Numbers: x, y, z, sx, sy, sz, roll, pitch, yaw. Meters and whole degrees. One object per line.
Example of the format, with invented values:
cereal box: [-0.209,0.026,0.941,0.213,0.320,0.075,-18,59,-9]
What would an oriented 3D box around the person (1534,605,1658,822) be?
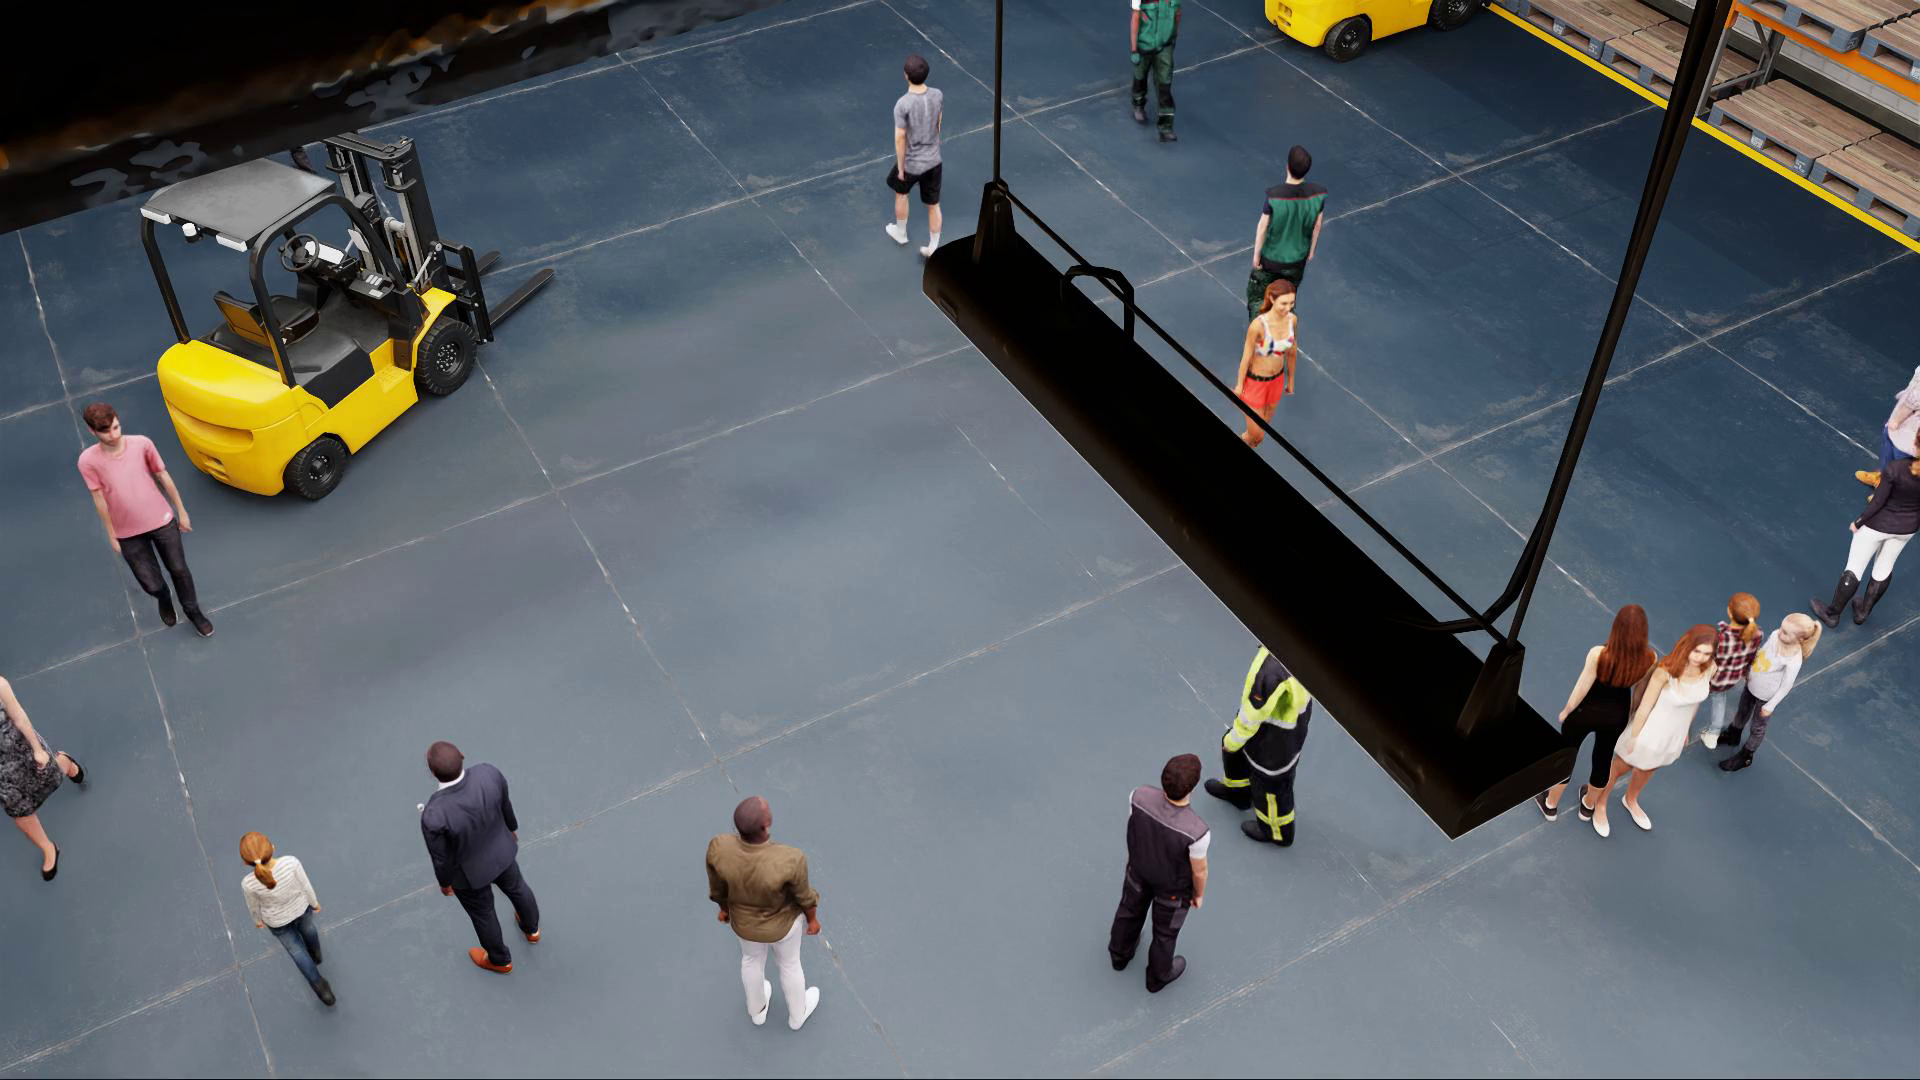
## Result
person: [3.762,1.031,9.803,0.656,1.724,0.679,3,44,3]

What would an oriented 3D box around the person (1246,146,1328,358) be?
person: [2.556,-2.175,13.047,0.839,1.890,0.936,-5,44,-5]

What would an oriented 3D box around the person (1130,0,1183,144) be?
person: [1.799,-4.738,15.815,0.917,1.784,1.256,-10,45,-10]

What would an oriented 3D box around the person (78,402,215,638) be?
person: [-5.365,-0.150,10.883,0.699,1.945,0.733,-29,51,-27]

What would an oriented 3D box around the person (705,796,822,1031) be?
person: [-1.022,1.977,8.737,0.789,1.824,0.826,8,44,8]

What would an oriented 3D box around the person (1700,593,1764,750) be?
person: [4.727,0.837,10.313,0.677,1.301,0.738,-3,44,-4]

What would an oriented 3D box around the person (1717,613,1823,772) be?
person: [4.969,0.913,10.249,0.626,1.279,0.542,-3,44,-3]

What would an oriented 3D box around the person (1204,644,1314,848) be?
person: [1.890,1.080,9.586,1.074,1.952,1.013,15,46,15]

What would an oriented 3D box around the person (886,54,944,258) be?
person: [-0.292,-3.179,14.129,0.667,1.852,0.915,-20,47,-19]

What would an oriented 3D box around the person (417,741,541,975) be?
person: [-2.602,1.714,9.014,0.734,1.824,0.768,29,51,27]

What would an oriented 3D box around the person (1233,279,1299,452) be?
person: [2.152,-1.176,12.077,0.619,1.782,0.594,-19,47,-19]

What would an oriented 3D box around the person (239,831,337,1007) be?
person: [-3.636,2.067,9.023,0.513,1.300,0.794,-25,49,-24]

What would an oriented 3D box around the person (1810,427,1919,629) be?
person: [6.114,-0.090,10.970,0.654,1.737,0.673,-2,44,-2]

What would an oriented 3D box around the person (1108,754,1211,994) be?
person: [1.067,1.786,8.922,0.649,1.846,0.787,28,50,26]

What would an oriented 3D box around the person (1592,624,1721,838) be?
person: [4.099,1.087,9.755,0.631,1.709,0.642,-6,44,-6]

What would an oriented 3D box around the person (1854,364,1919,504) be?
person: [6.931,-0.863,11.789,0.780,1.727,0.772,-33,53,-30]

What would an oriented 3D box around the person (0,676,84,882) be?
person: [-5.512,1.175,9.684,0.711,1.680,1.078,-12,45,-12]
